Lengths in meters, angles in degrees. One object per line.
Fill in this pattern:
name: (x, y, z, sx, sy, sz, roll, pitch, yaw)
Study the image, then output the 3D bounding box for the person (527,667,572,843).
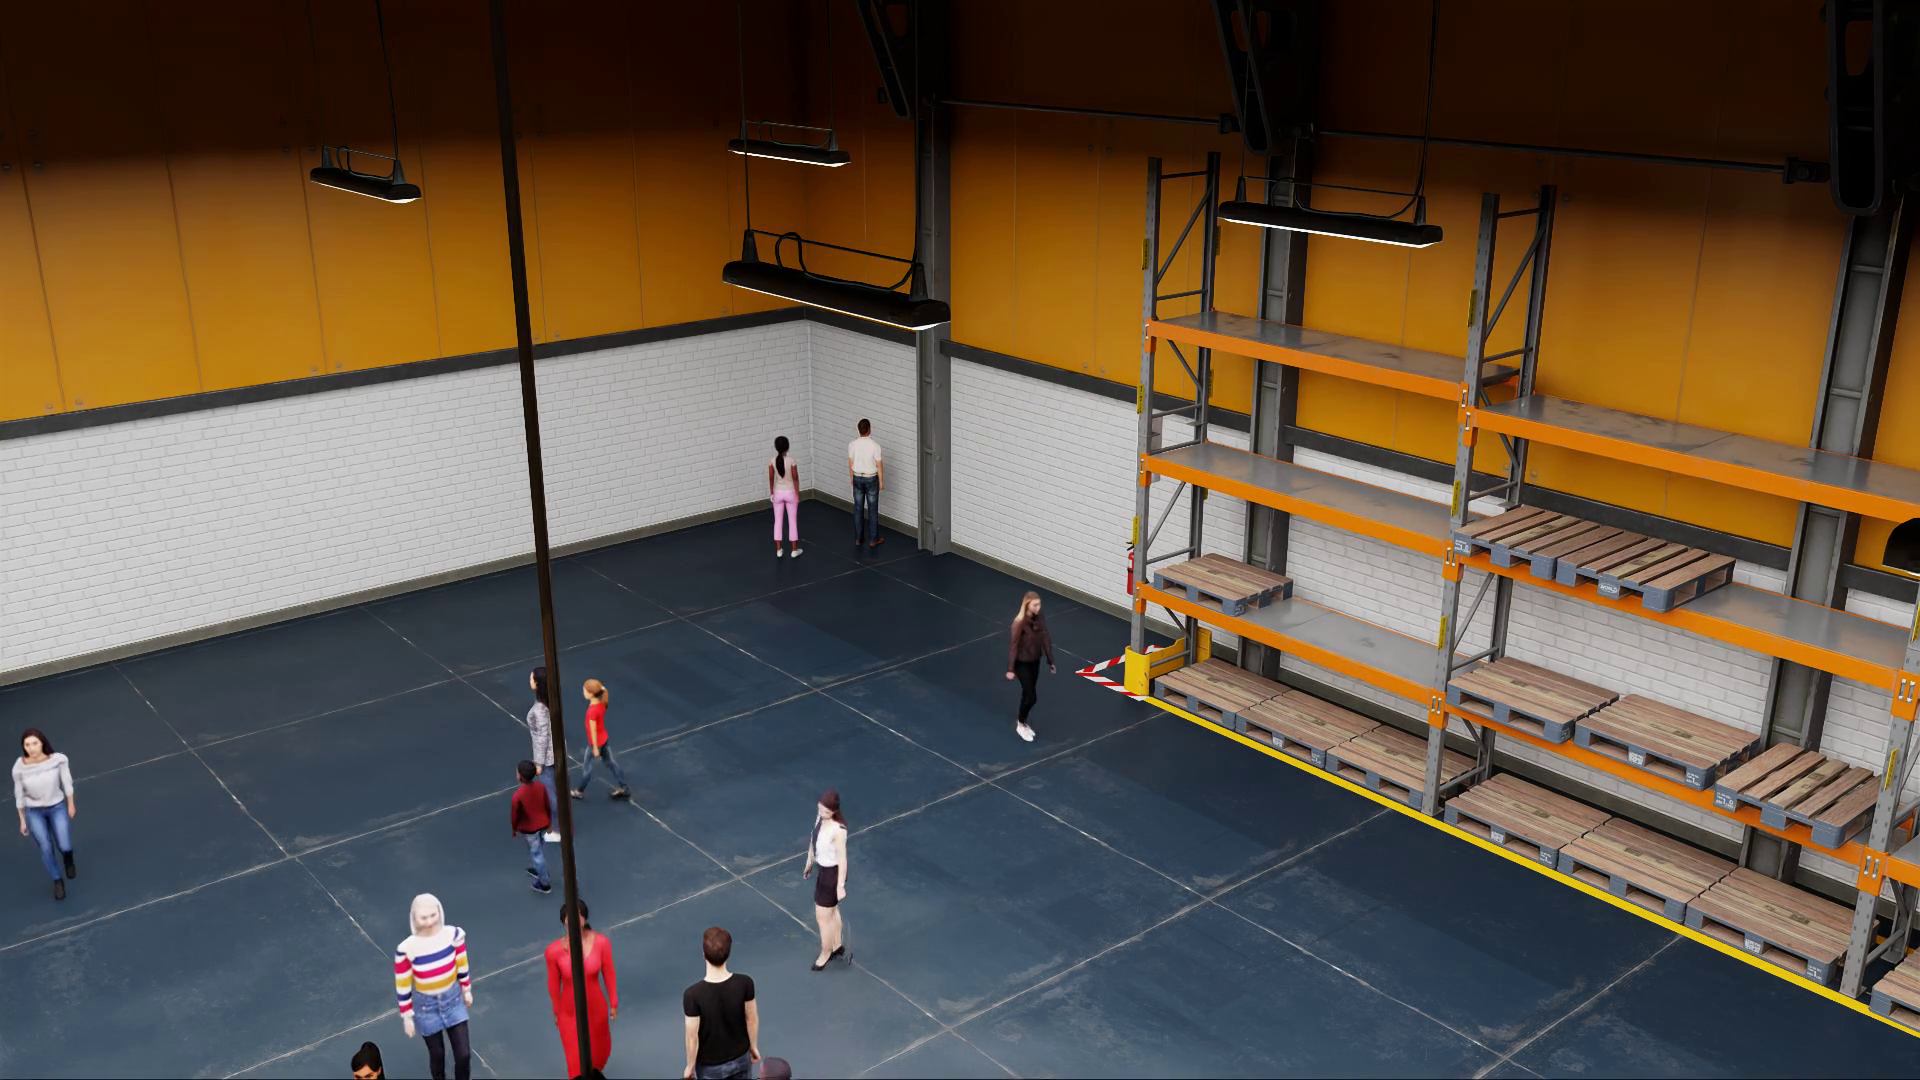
person: (-3.857, 1.991, 15.640, 0.726, 1.732, 0.687, 3, 19, 10)

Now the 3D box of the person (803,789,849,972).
person: (-1.049, 2.741, 13.563, 0.736, 1.636, 0.592, -5, 19, -14)

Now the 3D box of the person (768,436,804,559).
person: (-2.463, -0.614, 23.357, 0.641, 1.744, 0.713, 3, 19, 9)

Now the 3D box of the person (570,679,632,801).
person: (-3.491, 1.989, 16.358, 0.916, 1.277, 0.812, 3, 19, 9)

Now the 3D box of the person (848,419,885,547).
person: (-1.358, -0.835, 23.837, 0.708, 1.856, 0.813, 5, 19, 16)

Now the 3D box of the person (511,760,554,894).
person: (-3.737, 2.554, 14.739, 0.717, 1.240, 0.586, 13, 23, 34)

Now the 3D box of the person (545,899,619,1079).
person: (-2.655, 3.295, 11.718, 0.806, 1.764, 1.093, -7, 20, -21)

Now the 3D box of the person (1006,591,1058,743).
person: (0.656, 1.307, 17.743, 0.670, 1.686, 0.656, 16, 24, 39)

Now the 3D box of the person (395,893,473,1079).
person: (-3.706, 3.265, 11.766, 0.745, 1.791, 0.856, -10, 21, -28)

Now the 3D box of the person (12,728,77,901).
person: (-8.054, 2.382, 14.659, 0.690, 1.617, 0.737, -9, 21, -25)

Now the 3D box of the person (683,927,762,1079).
person: (-1.569, 3.447, 11.061, 0.734, 1.896, 0.668, -8, 20, -23)
